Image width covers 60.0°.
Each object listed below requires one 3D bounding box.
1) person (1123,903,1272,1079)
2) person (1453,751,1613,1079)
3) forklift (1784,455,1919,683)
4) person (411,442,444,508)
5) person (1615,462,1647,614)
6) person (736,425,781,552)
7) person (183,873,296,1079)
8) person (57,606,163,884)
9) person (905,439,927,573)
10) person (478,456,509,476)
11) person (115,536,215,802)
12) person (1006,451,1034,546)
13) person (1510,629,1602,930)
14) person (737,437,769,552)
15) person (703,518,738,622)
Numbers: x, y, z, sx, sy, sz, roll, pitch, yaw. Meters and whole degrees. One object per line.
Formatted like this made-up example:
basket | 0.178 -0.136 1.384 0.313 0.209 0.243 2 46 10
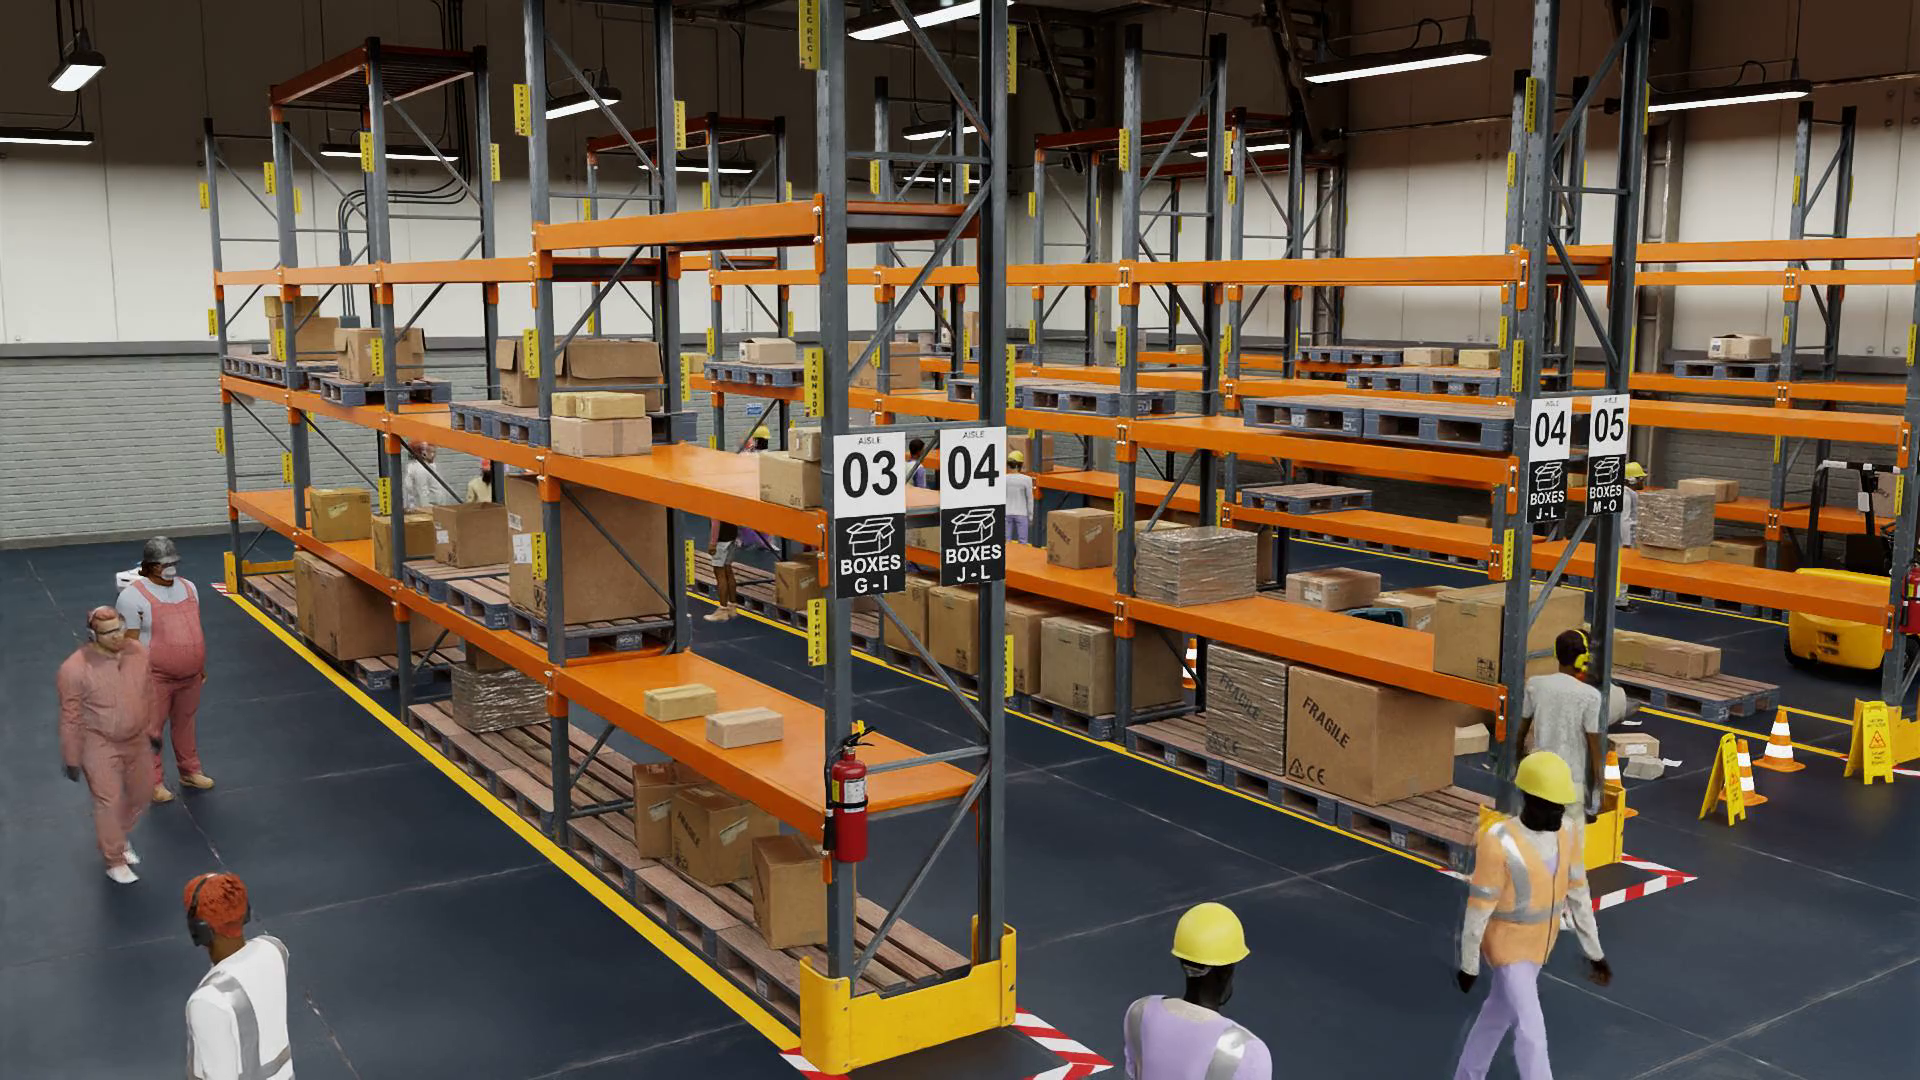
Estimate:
person | 0.794 2.141 5.529 0.392 1.919 0.586 -8 11 -41
person | 2.601 1.861 7.530 0.598 1.871 0.971 -7 11 -37
forklift | 9.643 0.253 17.172 2.313 2.155 1.214 -6 10 -33
person | -7.121 -0.372 22.290 0.411 1.908 0.643 -3 9 -16
person | 8.149 -0.030 20.237 0.404 1.836 0.599 4 9 26
person | -3.040 -0.778 24.980 0.786 1.906 0.591 8 12 42
person | -2.565 2.093 5.947 0.354 1.883 0.576 0 9 1
person | -5.615 1.338 11.007 0.516 1.880 0.698 5 10 29
person | -0.627 -0.417 22.572 0.392 1.910 0.590 -3 9 -20
person | -6.688 -0.715 24.112 0.393 2.041 0.614 3 9 21
person | -6.098 0.975 12.870 0.537 2.000 0.683 4 9 25
person | 0.746 -0.321 22.440 0.523 1.760 0.327 2 9 16
person | 3.641 1.462 10.237 0.379 1.857 0.656 -8 12 -43
person | -3.140 -0.669 24.877 0.597 1.718 0.596 7 11 38
person | -2.837 -0.041 19.699 0.409 2.028 0.614 2 9 11
